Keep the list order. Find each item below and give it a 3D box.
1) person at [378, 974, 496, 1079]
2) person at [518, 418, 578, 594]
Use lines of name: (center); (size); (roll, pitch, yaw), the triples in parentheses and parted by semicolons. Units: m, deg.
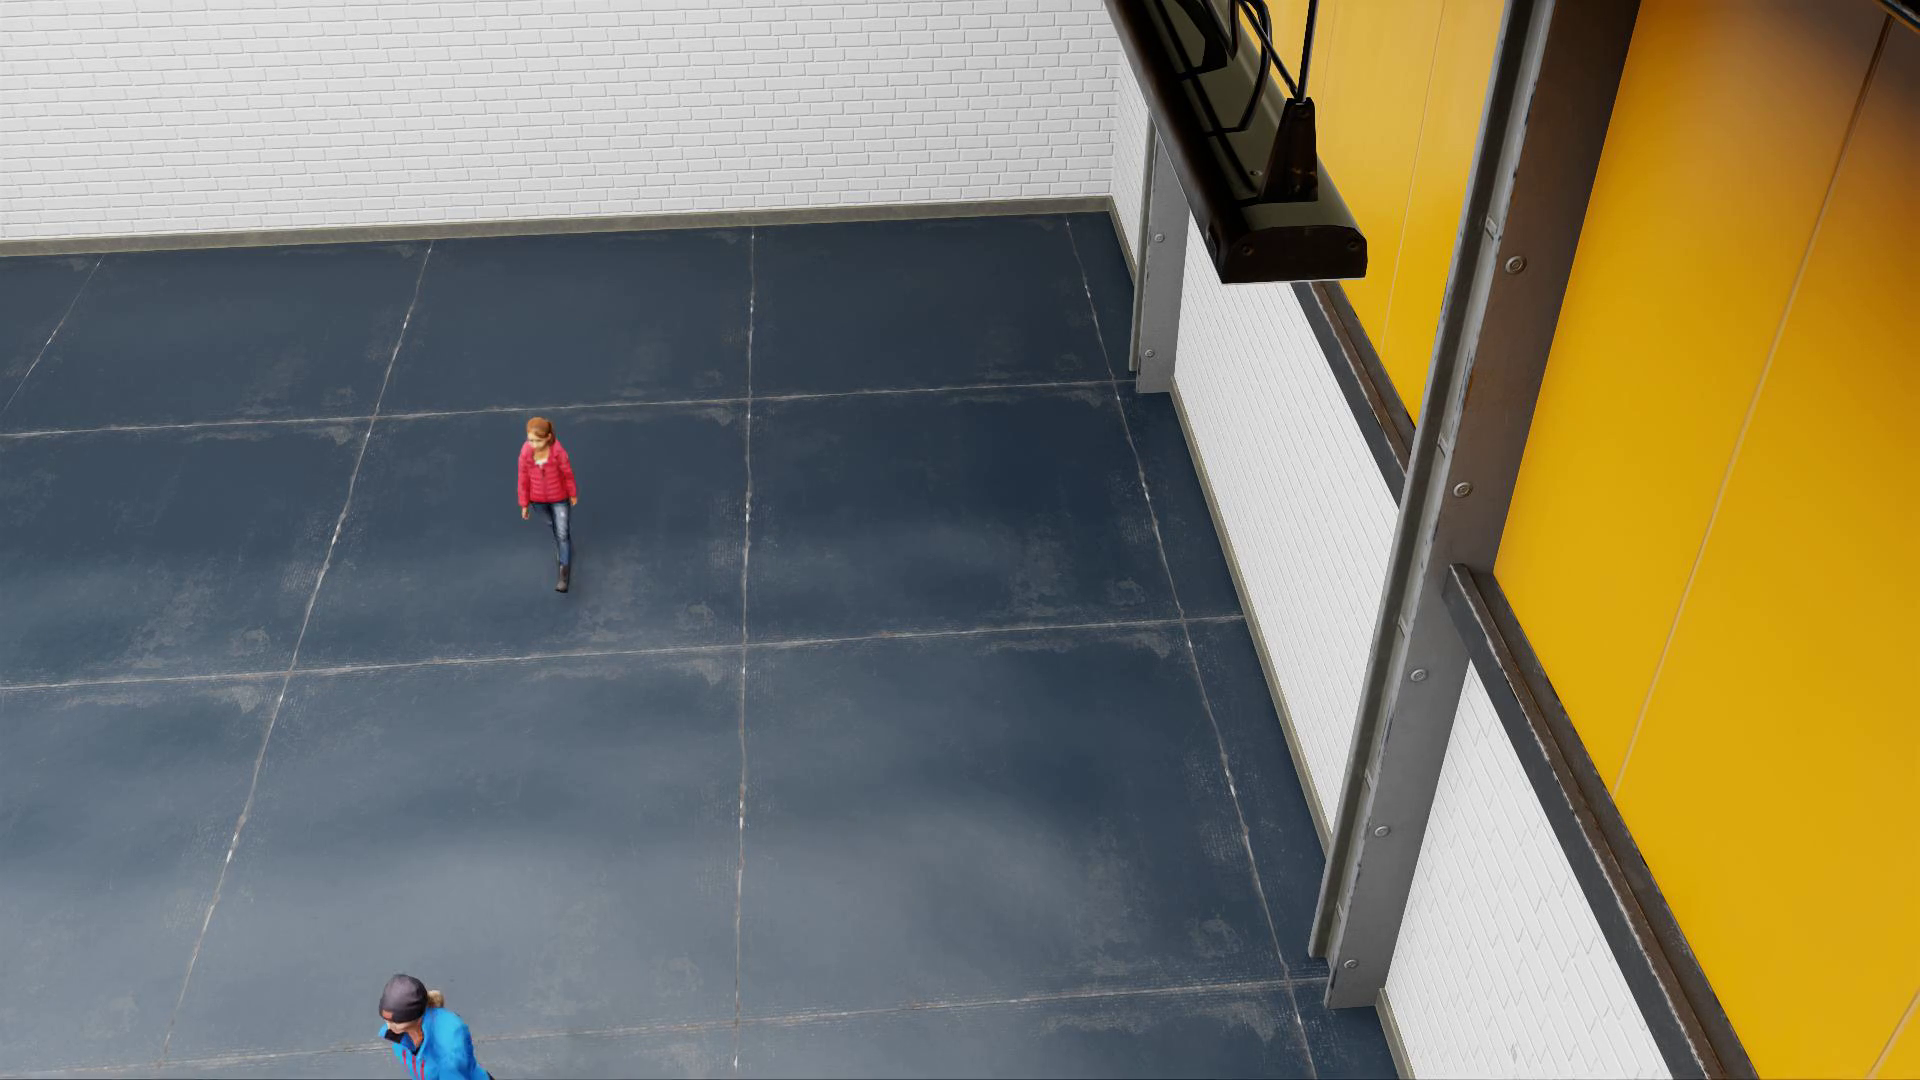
person: (-2.228, 2.477, 7.612); (1.105, 1.748, 1.234); (21, 43, 24)
person: (-2.826, -0.324, 11.495); (0.588, 1.280, 0.934); (1, 39, 1)
